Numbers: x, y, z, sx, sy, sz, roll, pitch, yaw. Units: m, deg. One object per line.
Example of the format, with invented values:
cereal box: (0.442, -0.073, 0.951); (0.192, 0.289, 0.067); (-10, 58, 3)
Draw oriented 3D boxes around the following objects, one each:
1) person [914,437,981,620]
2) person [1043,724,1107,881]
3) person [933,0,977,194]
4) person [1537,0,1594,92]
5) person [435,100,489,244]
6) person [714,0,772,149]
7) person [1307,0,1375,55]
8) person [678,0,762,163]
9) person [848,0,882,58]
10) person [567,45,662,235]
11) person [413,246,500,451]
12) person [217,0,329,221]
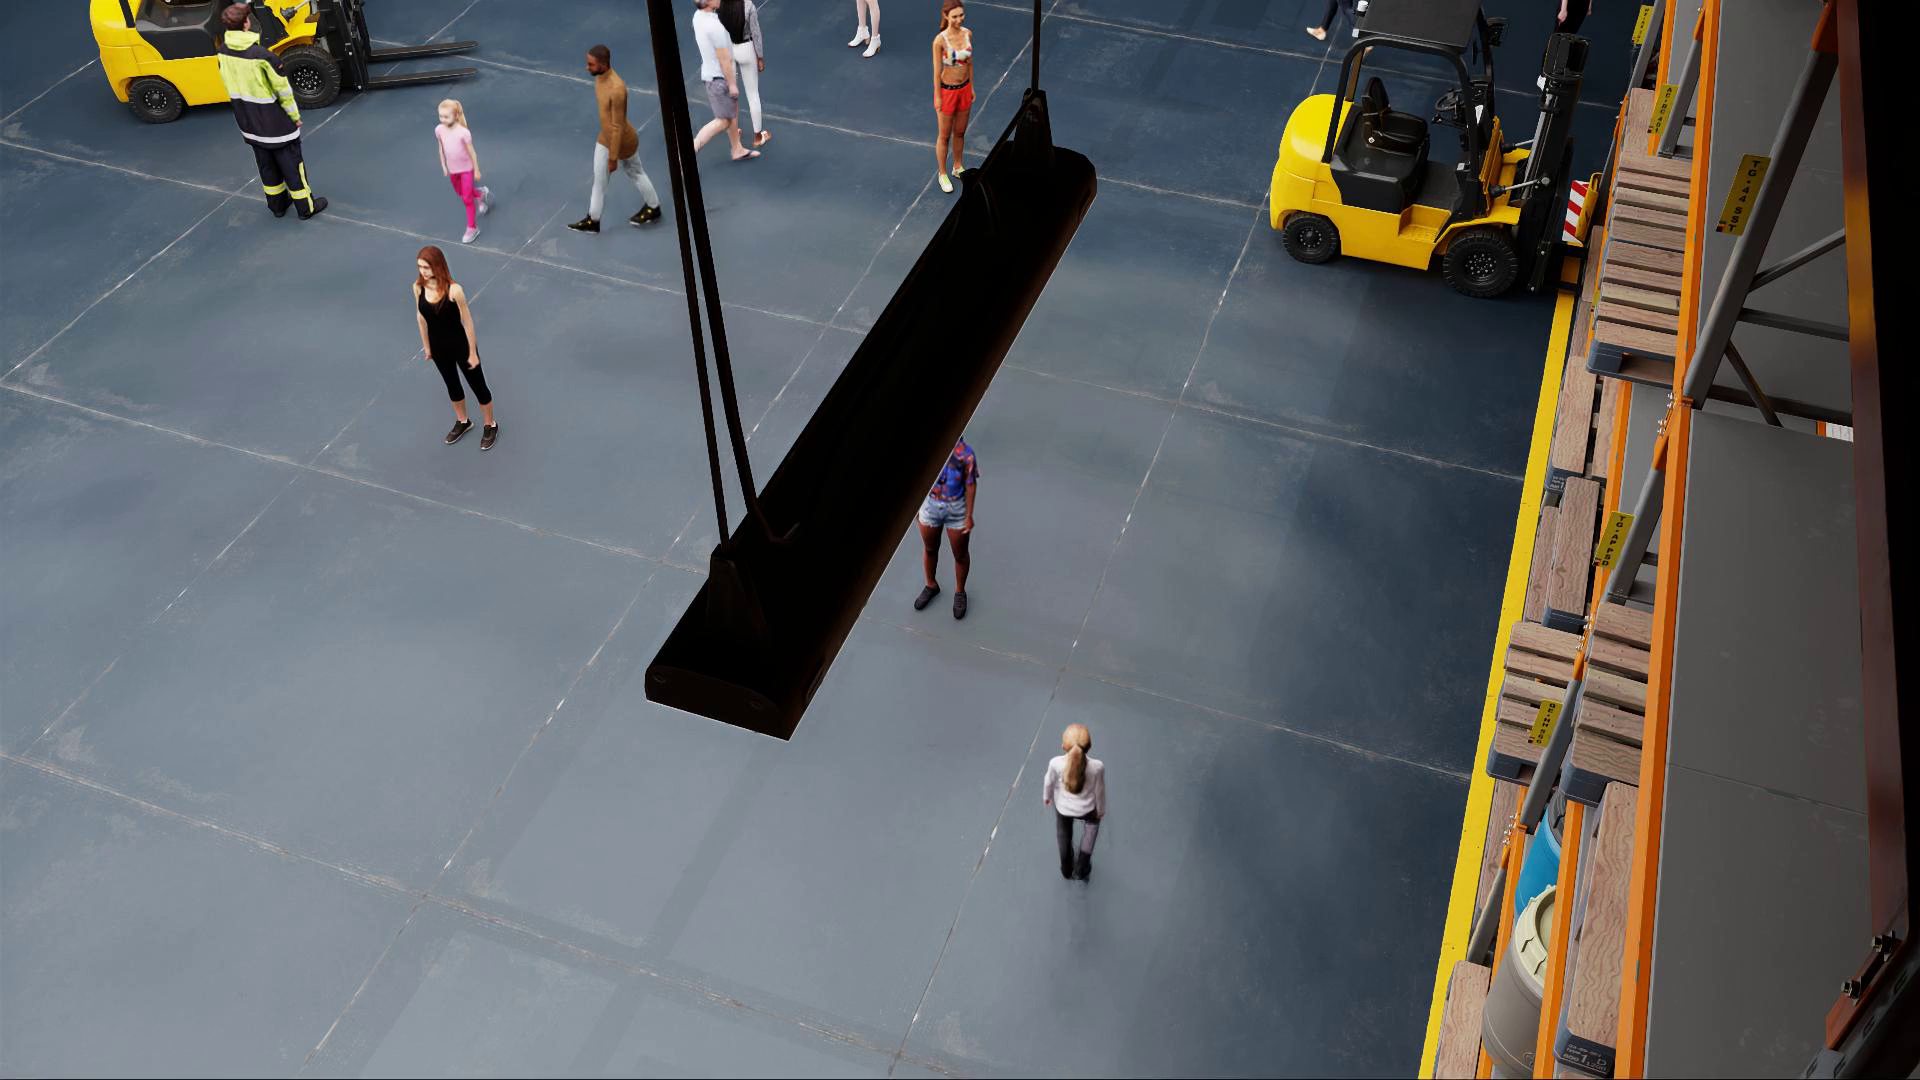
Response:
person: (-0.094, -0.195, 10.930); (0.594, 1.743, 0.516); (12, 45, 12)
person: (0.652, 1.542, 9.446); (0.555, 1.273, 0.567); (6, 44, 6)
person: (-0.061, -3.998, 14.886); (0.662, 1.791, 0.745); (-26, 49, -25)
person: (5.979, -5.232, 16.218); (0.654, 1.741, 0.732); (-22, 48, -22)
person: (-4.334, -3.279, 14.522); (0.534, 1.254, 0.849); (10, 44, 10)
person: (-2.059, -4.481, 15.443); (0.630, 1.724, 0.553); (7, 44, 7)
person: (3.966, -5.715, 16.722); (1.113, 1.745, 1.030); (-30, 51, -28)
person: (-2.253, -4.141, 15.022); (1.115, 1.811, 1.090); (-16, 46, -16)
person: (-0.974, -5.792, 16.743); (0.690, 1.828, 0.668); (-25, 49, -24)
person: (-2.853, -3.457, 14.330); (1.203, 1.776, 1.046); (-25, 49, -24)
person: (-3.721, -1.426, 12.235); (0.588, 1.726, 0.520); (11, 45, 11)
person: (-6.038, -3.716, 14.452); (0.792, 1.983, 0.668); (10, 44, 10)
